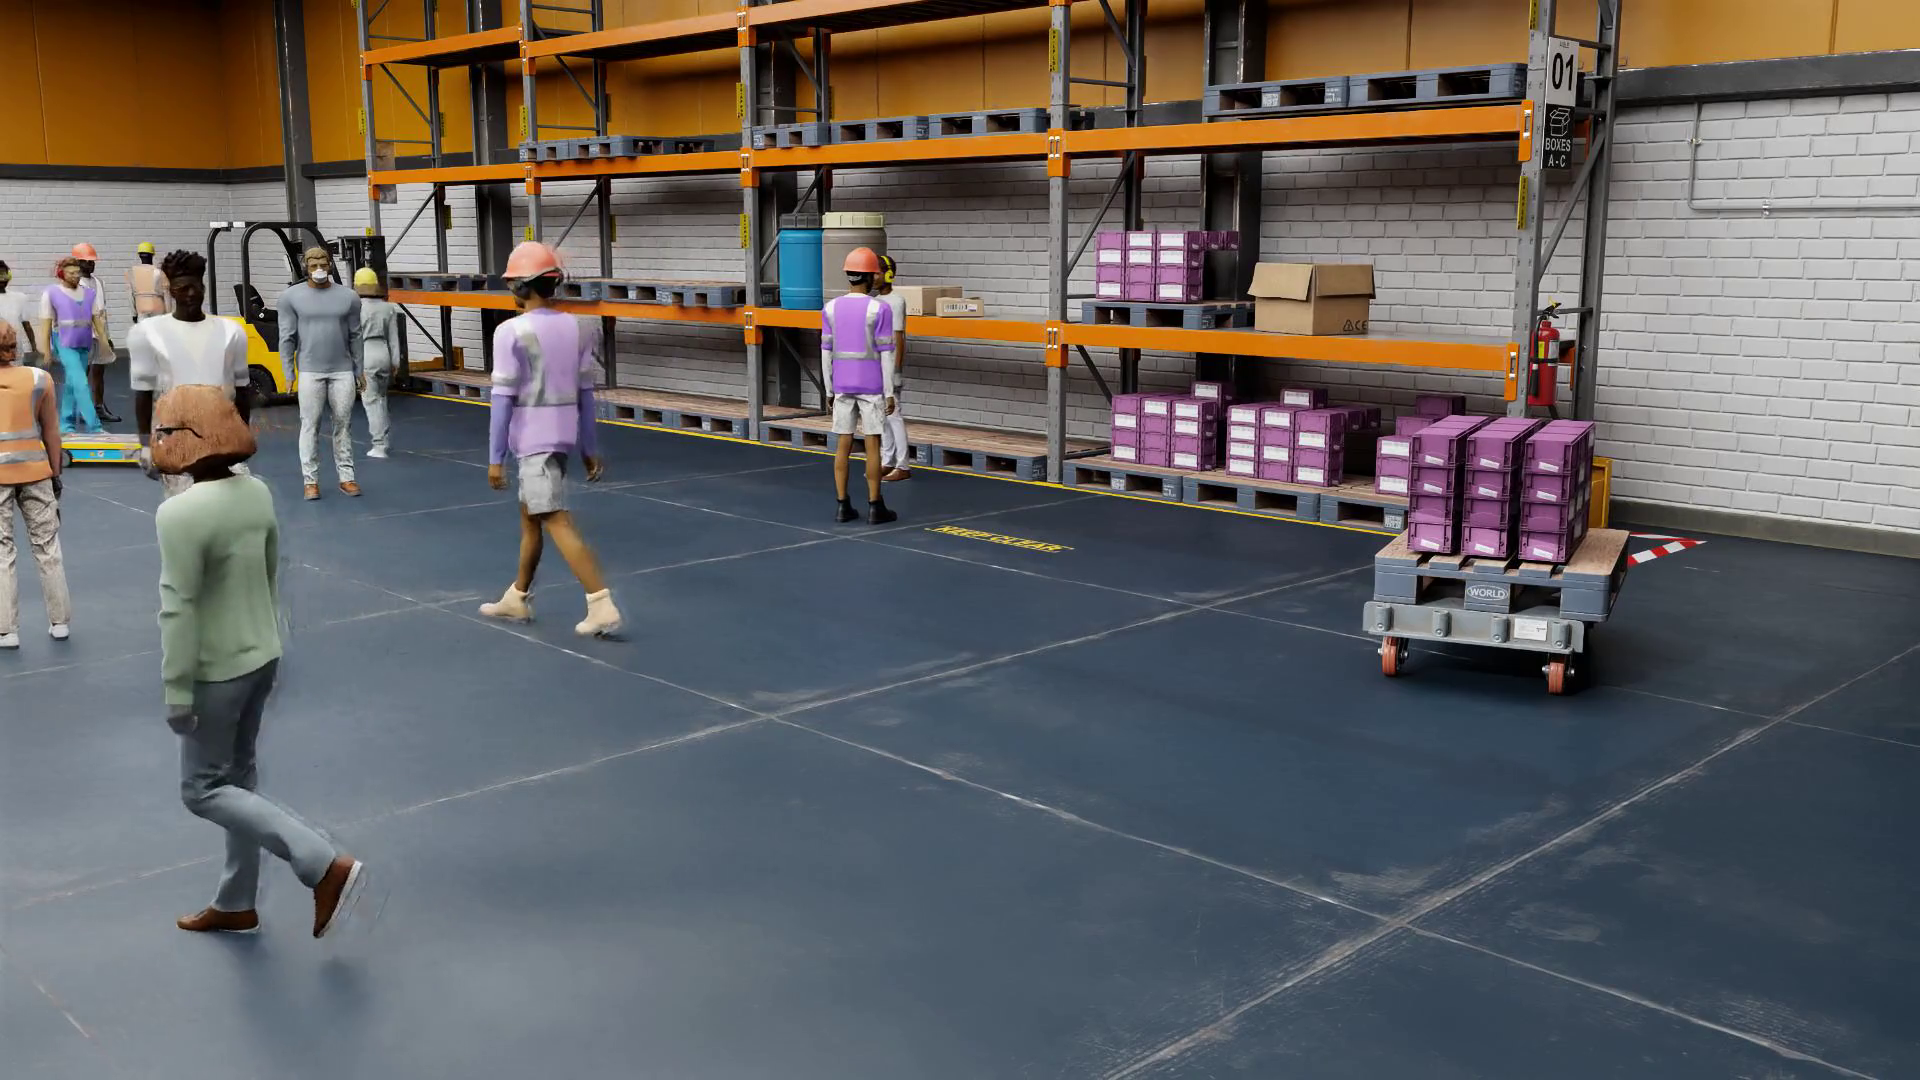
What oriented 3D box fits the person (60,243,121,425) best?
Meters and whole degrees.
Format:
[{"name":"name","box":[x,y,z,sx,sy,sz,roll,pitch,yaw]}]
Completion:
[{"name":"person","box":[-9.329,-2.206,17.855,0.361,1.938,0.546,3,11,15]}]

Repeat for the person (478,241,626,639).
[{"name":"person","box":[-2.093,-0.503,8.422,1.025,1.999,0.621,5,12,27]}]

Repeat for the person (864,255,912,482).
[{"name":"person","box":[-0.601,-1.411,13.746,0.318,1.860,0.511,-5,12,-26]}]

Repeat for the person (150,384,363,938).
[{"name":"person","box":[-2.004,0.371,4.678,0.555,1.623,0.504,1,10,6]}]

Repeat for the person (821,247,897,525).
[{"name":"person","box":[-0.697,-1.078,11.701,0.548,1.936,0.378,4,11,23]}]

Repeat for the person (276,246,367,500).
[{"name":"person","box":[-4.899,-1.284,12.824,0.637,1.938,0.357,-7,12,-34]}]

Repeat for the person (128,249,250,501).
[{"name":"person","box":[-4.040,-0.552,8.794,0.614,1.950,0.447,-8,13,-36]}]

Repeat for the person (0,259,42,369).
[{"name":"person","box":[-8.844,-1.695,15.386,0.919,1.832,0.540,7,12,33]}]

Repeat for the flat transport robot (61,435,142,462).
[{"name":"flat transport robot","box":[-7.488,-0.808,14.781,1.431,0.197,0.652,1,10,3]}]

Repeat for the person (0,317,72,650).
[{"name":"person","box":[-4.664,-0.280,8.160,0.314,1.641,0.515,10,14,43]}]

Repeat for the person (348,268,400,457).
[{"name":"person","box":[-5.440,-1.629,15.305,0.622,1.723,0.499,9,14,41]}]

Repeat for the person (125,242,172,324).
[{"name":"person","box":[-11.524,-3.272,23.695,0.587,1.927,0.365,-1,10,-6]}]

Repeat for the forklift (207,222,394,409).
[{"name":"forklift","box":[-8.169,-2.758,20.163,2.313,2.155,1.214,-10,14,-44]}]

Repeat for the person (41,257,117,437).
[{"name":"person","box":[-8.571,-1.848,16.261,0.887,1.800,0.556,3,11,17]}]
